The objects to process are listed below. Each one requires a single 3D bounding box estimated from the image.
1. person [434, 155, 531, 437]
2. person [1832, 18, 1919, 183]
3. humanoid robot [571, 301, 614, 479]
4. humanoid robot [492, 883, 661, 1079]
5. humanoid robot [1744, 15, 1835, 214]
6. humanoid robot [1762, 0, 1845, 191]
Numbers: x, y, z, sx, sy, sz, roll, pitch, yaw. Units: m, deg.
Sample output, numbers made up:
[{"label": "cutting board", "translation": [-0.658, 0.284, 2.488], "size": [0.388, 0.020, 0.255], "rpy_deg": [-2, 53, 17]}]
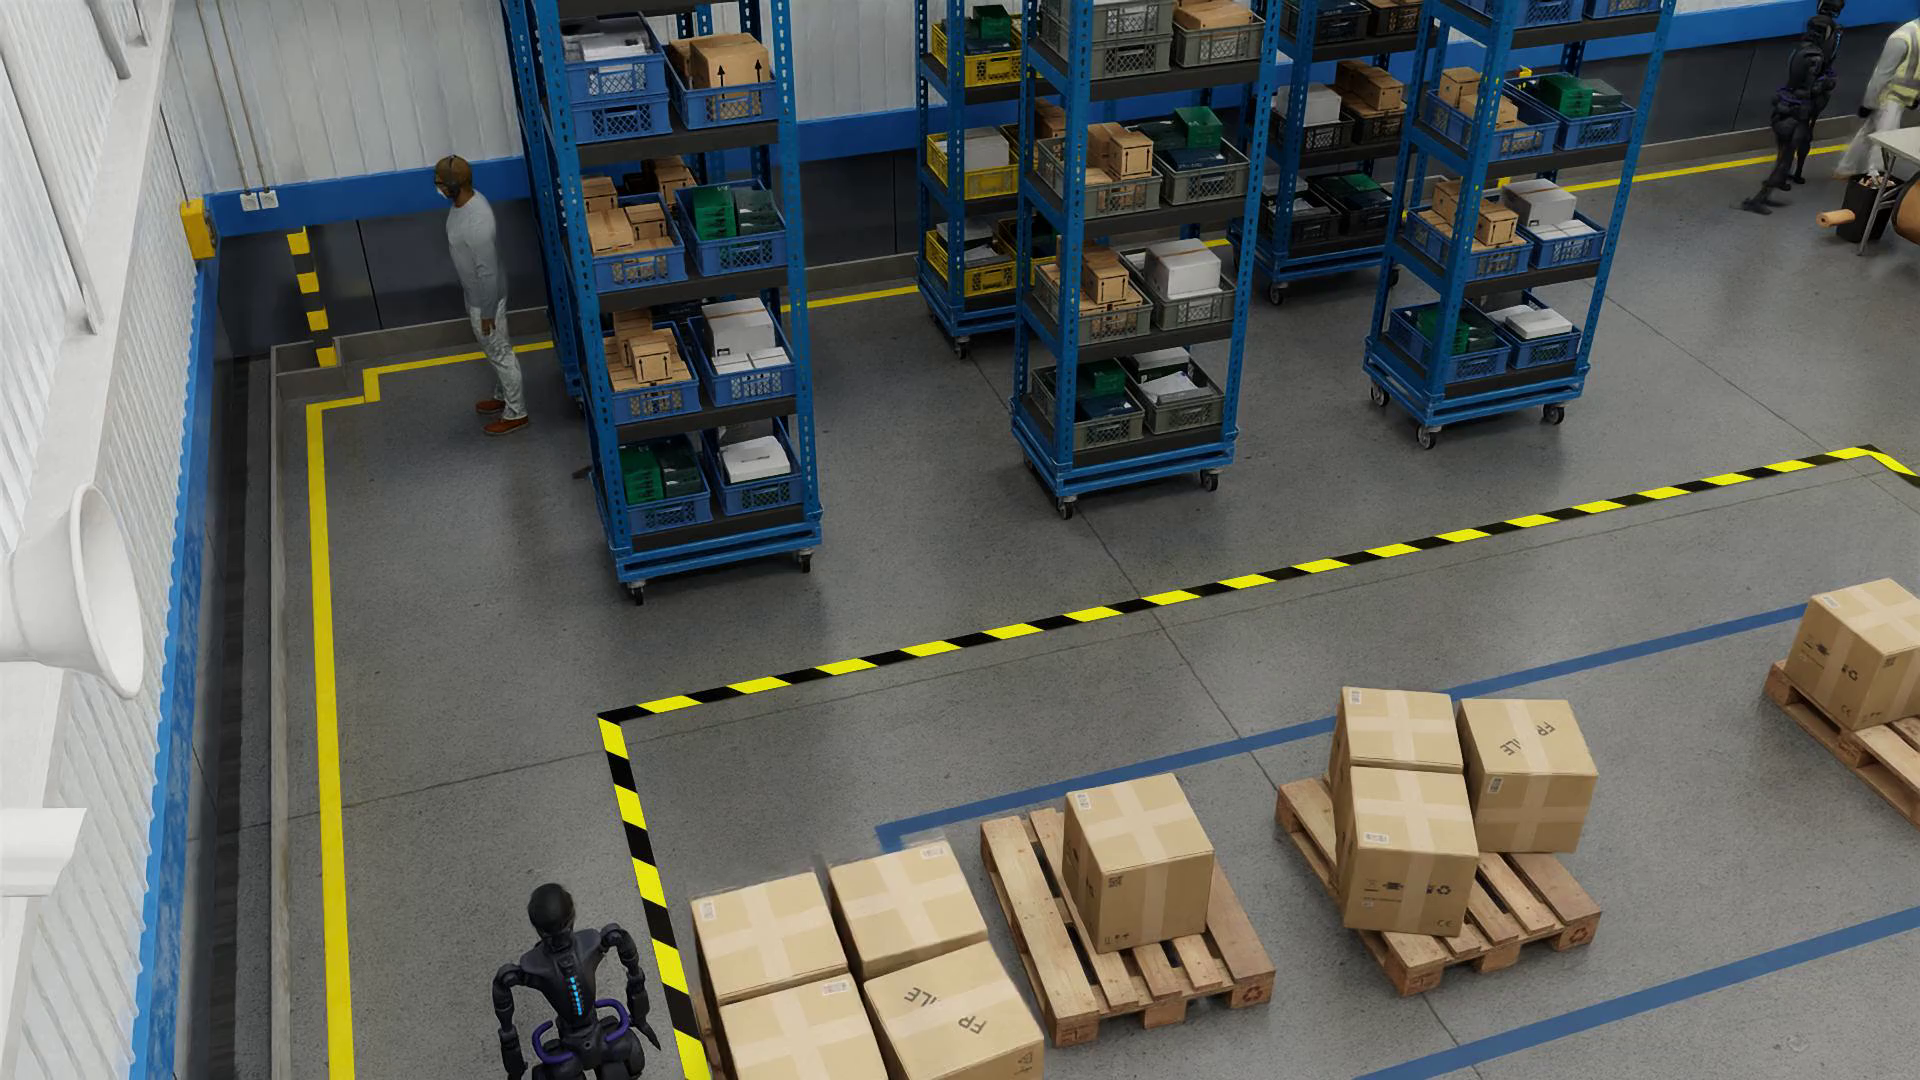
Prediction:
[{"label": "person", "translation": [-3.117, -1.595, 10.871], "size": [0.351, 1.935, 0.634], "rpy_deg": [-13, 37, -17]}, {"label": "person", "translation": [7.883, -3.757, 14.079], "size": [0.630, 1.787, 0.682], "rpy_deg": [-22, 41, -28]}, {"label": "humanoid robot", "translation": [-2.205, -1.049, 10.328], "size": [0.545, 1.649, 0.589], "rpy_deg": [-22, 41, -28]}, {"label": "humanoid robot", "translation": [-1.402, 1.892, 6.141], "size": [0.599, 1.653, 0.315], "rpy_deg": [-18, 39, -23]}, {"label": "humanoid robot", "translation": [6.933, -3.559, 13.890], "size": [0.361, 1.647, 0.599], "rpy_deg": [8, 36, 11]}, {"label": "humanoid robot", "translation": [7.267, -3.843, 14.269], "size": [0.599, 1.657, 0.315], "rpy_deg": [-21, 40, -27]}]
